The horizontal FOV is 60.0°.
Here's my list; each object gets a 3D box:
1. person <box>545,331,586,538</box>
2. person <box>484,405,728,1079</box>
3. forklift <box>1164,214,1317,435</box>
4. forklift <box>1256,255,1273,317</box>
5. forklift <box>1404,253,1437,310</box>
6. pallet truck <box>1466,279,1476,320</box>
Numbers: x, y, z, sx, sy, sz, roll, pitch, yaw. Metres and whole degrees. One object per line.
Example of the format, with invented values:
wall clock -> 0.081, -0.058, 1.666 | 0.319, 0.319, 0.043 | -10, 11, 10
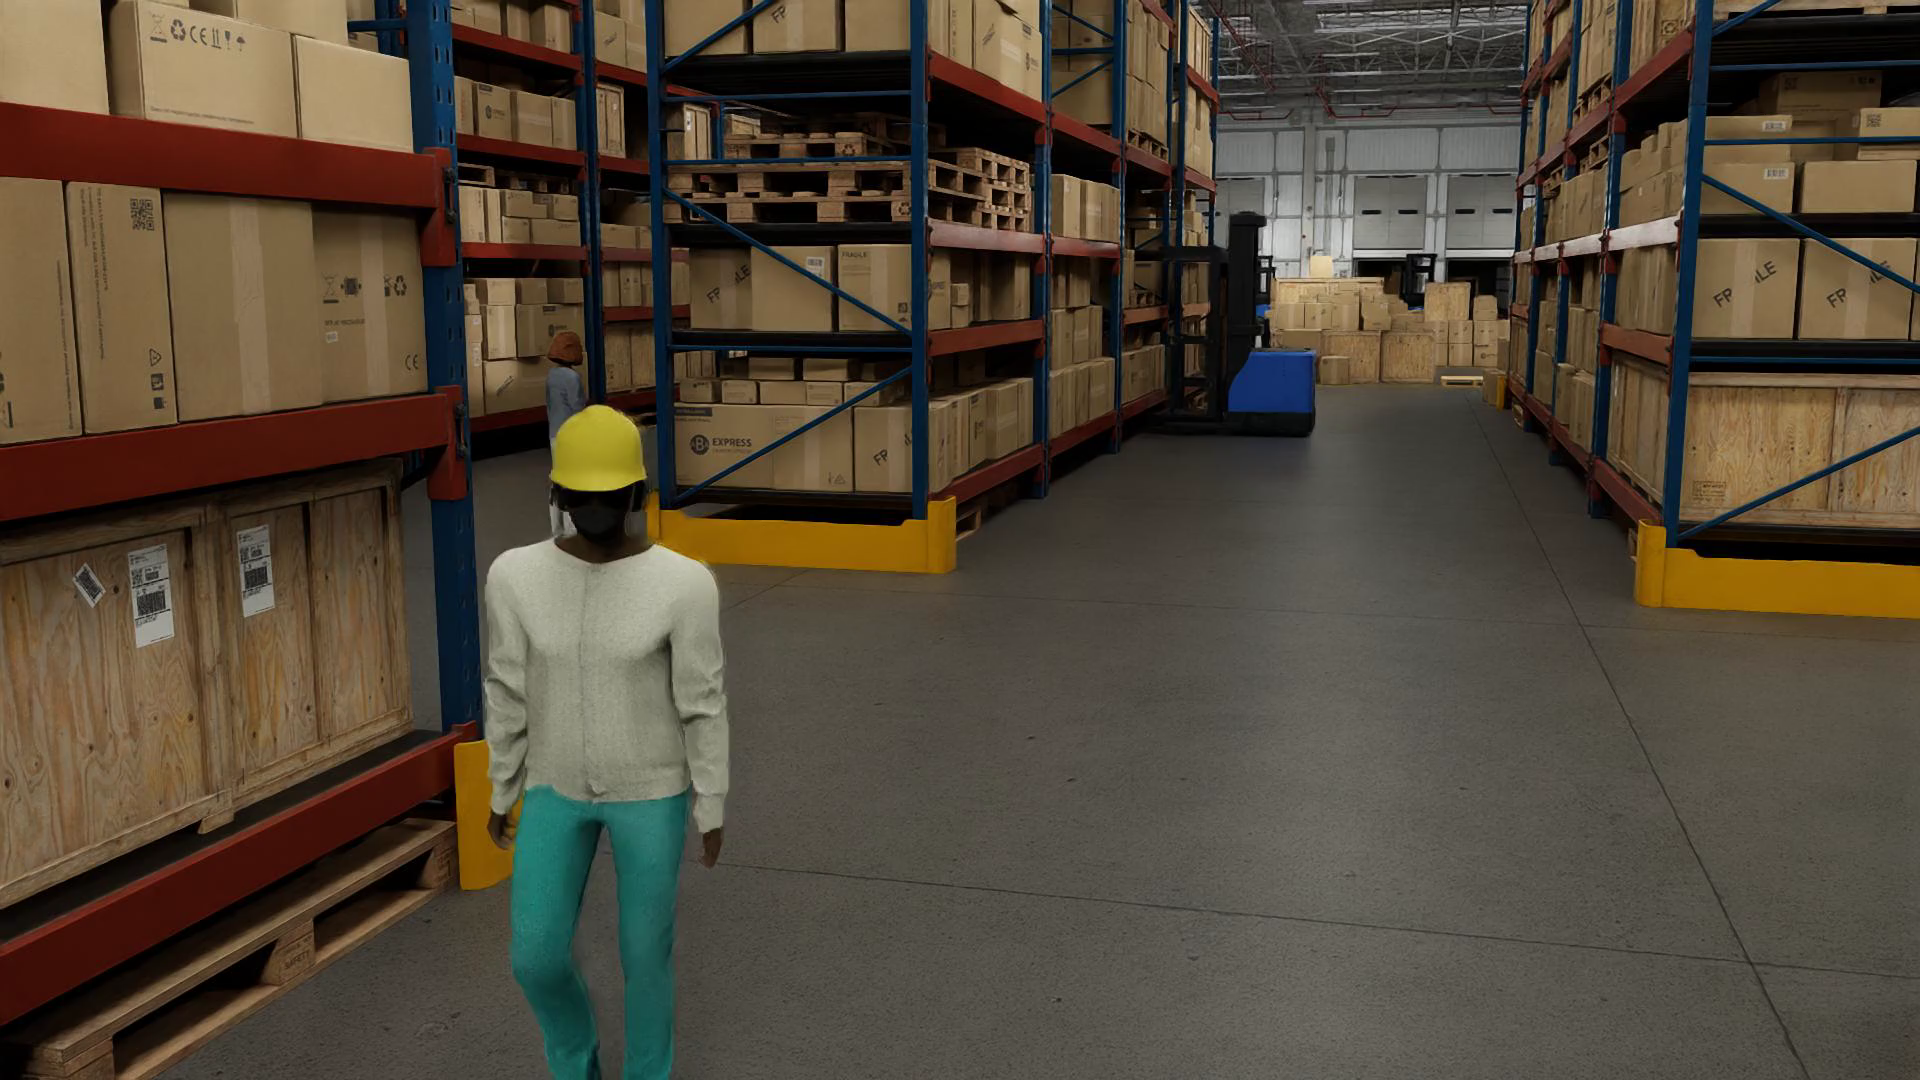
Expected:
person -> -2.887, -0.720, 12.294 | 0.278, 1.634, 0.497 | -7, 11, -37
person -> -0.786, 0.574, 3.690 | 0.556, 1.748, 0.424 | 0, 9, 0
forklift -> 3.689, -2.811, 21.629 | 1.873, 2.768, 1.129 | 2, 9, 15
forklift -> 10.551, -8.662, 58.805 | 1.129, 2.768, 1.873 | 2, 9, 15
forklift -> 14.951, -7.917, 54.071 | 1.129, 2.768, 1.873 | -2, 9, -11
pallet truck -> 18.896, -8.459, 60.307 | 1.885, 1.965, 0.823 | 5, 10, 31
